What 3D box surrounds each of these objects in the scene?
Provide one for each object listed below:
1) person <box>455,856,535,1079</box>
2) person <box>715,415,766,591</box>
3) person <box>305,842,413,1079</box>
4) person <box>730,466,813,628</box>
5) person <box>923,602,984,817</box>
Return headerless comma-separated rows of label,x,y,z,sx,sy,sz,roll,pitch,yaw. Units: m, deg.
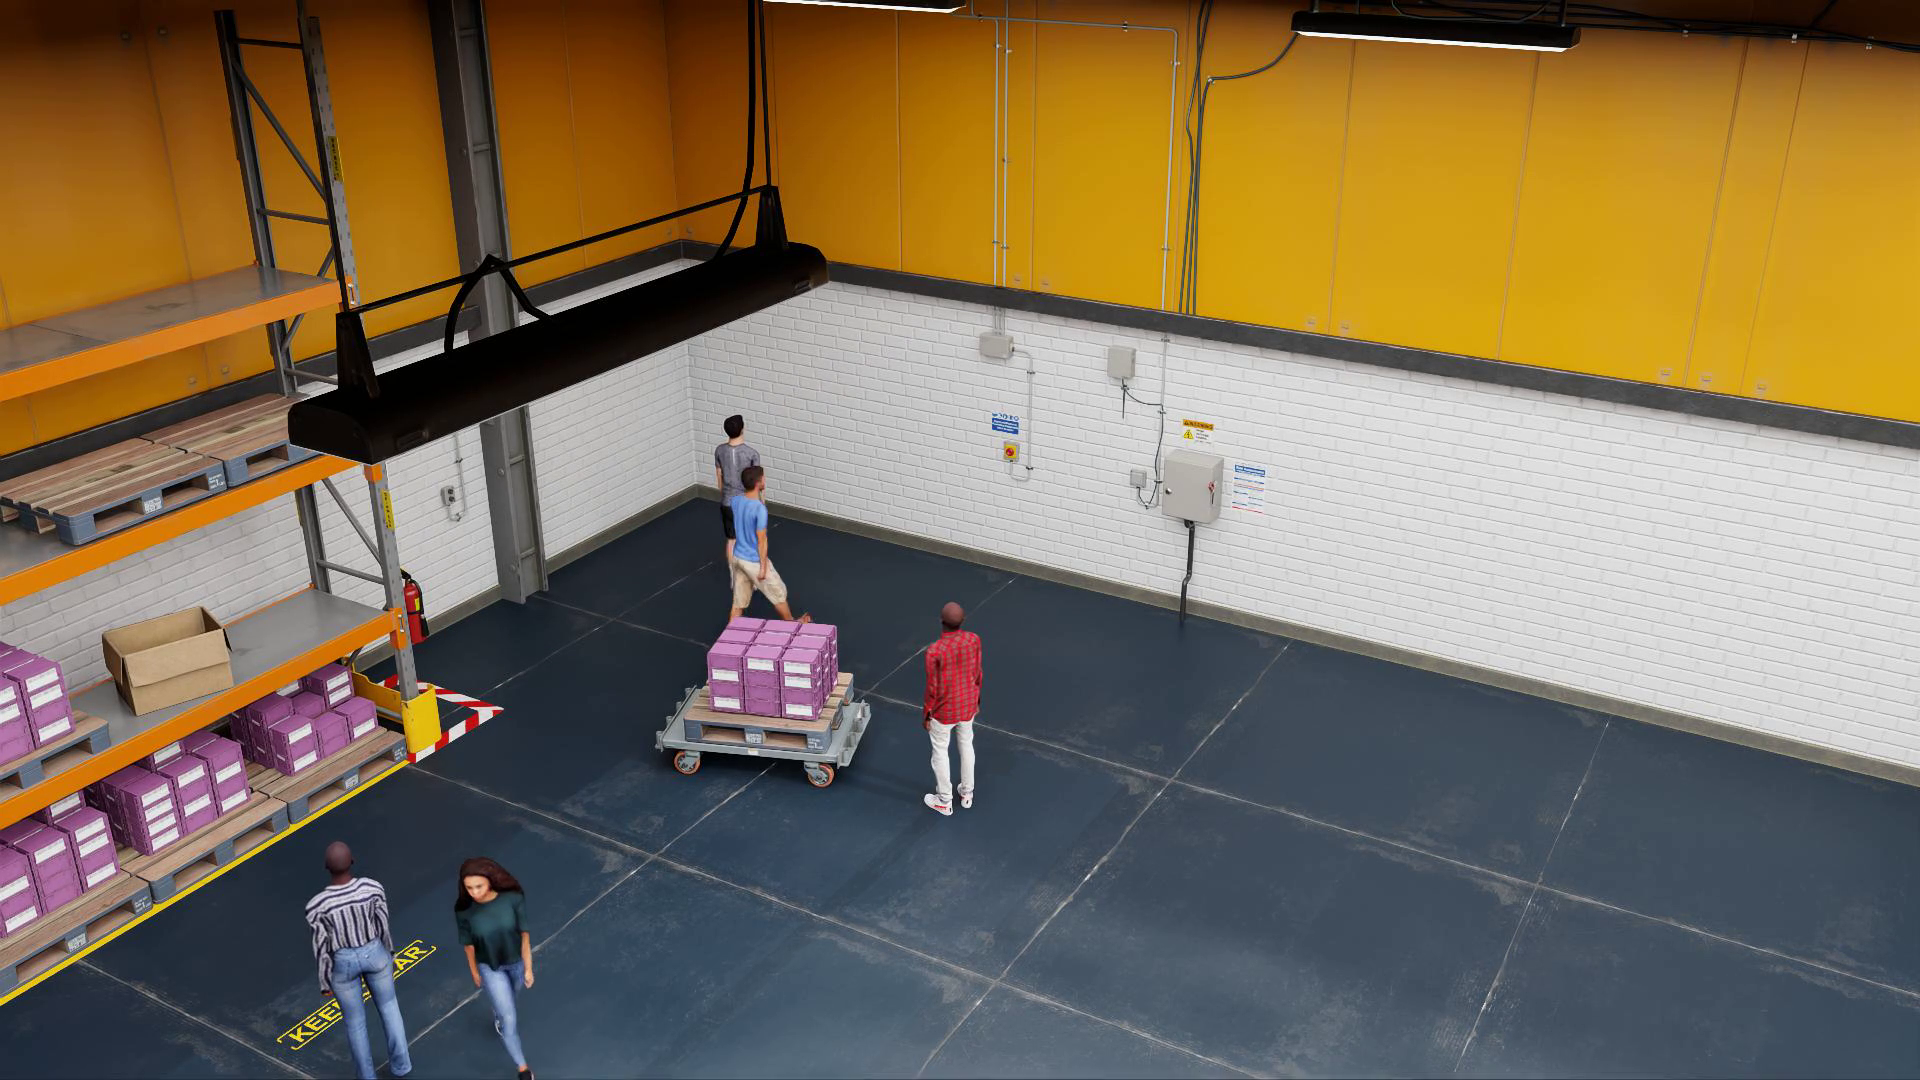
person,-2.867,2.608,10.385,1.097,1.575,1.035,-12,26,-25
person,-2.234,-0.382,16.854,0.710,1.871,0.649,6,24,14
person,-3.647,2.607,10.112,0.626,1.795,0.761,-15,28,-30
person,-2.013,0.225,15.519,0.762,1.828,1.162,18,30,36
person,-0.054,1.301,13.068,0.706,1.820,0.817,-12,26,-26
